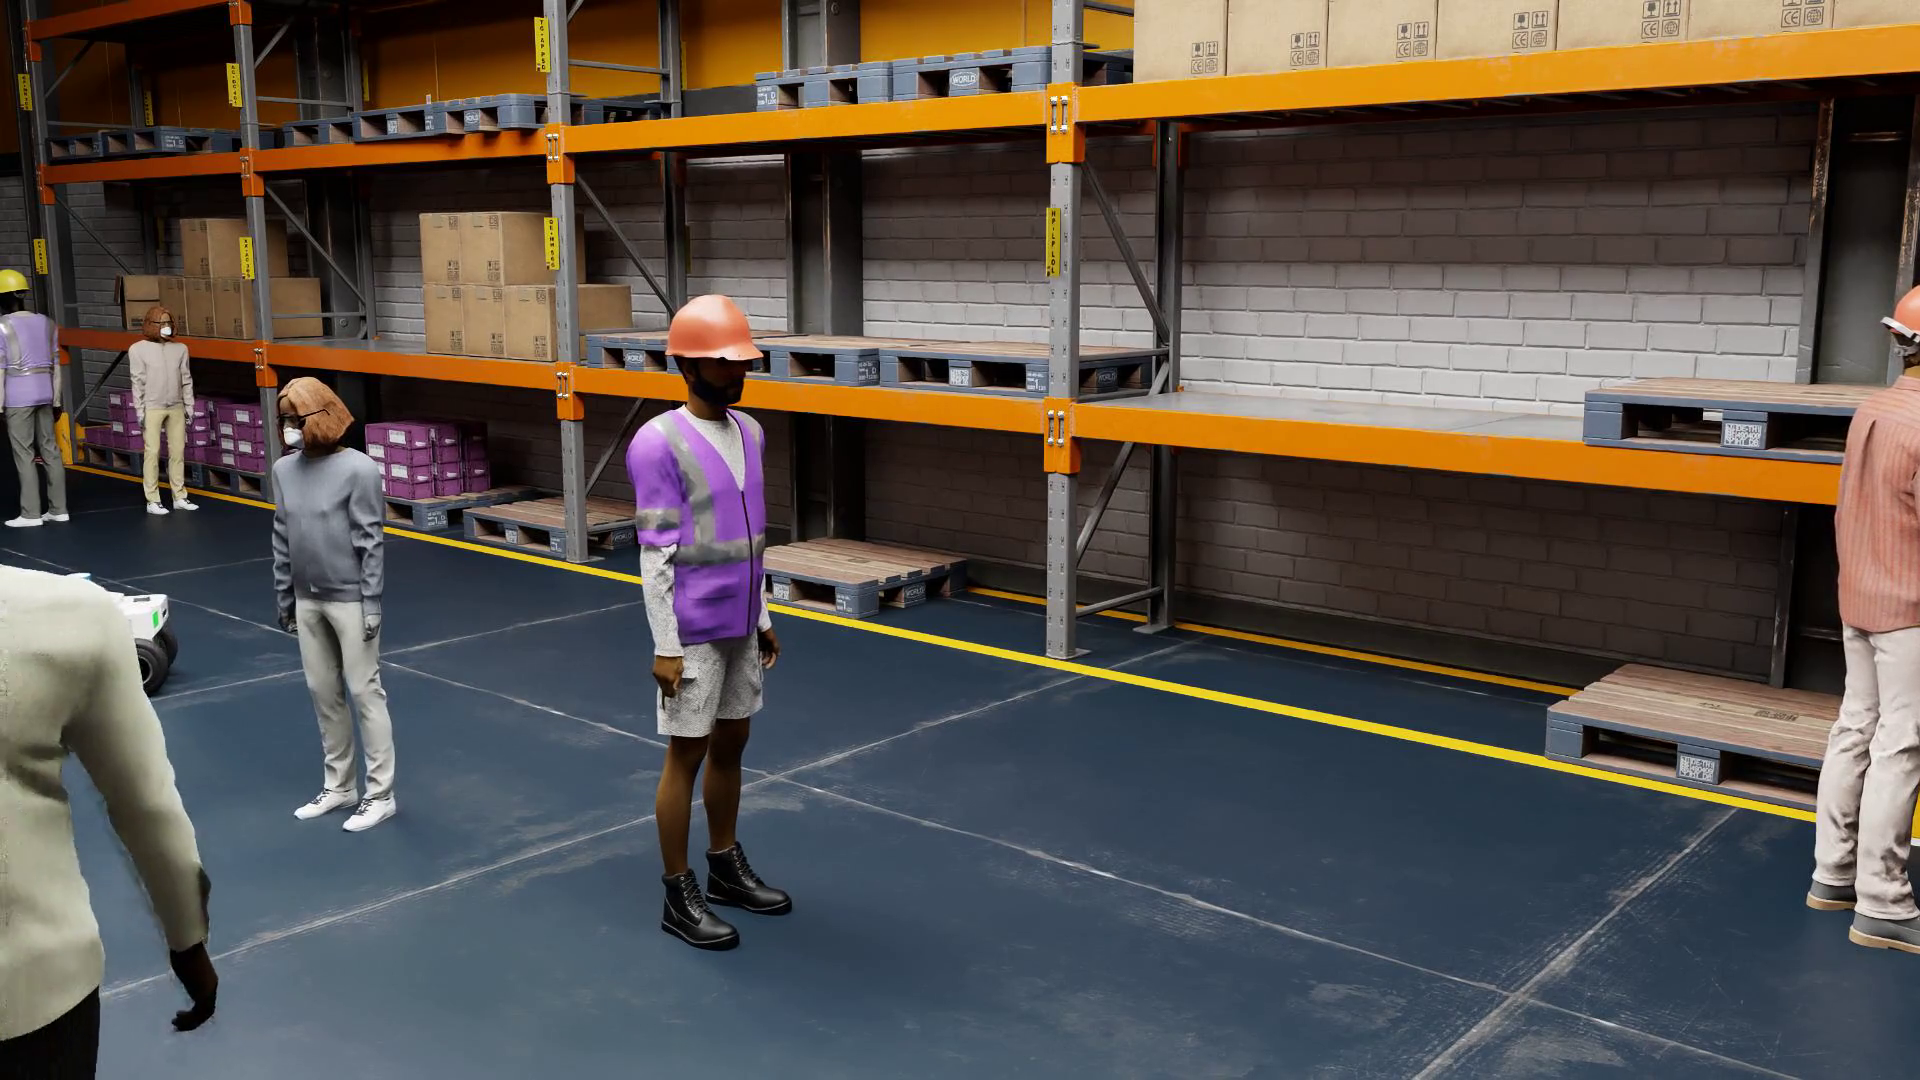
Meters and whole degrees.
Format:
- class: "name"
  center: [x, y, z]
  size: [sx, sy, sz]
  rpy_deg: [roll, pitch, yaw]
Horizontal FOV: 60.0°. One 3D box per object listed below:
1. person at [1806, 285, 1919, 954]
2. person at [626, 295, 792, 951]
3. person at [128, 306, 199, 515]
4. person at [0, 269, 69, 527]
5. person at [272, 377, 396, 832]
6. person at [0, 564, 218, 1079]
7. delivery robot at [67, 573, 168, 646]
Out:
- class: "person"
  center: [2.831, 0.218, 4.967]
  size: [0.386, 1.992, 0.625]
  rpy_deg: [1, 10, 5]
- class: "person"
  center: [-0.731, 0.241, 5.004]
  size: [0.359, 1.938, 0.547]
  rpy_deg: [5, 11, 28]
- class: "person"
  center: [-6.240, -1.014, 13.045]
  size: [0.282, 1.625, 0.492]
  rpy_deg: [7, 12, 35]
- class: "person"
  center: [-6.993, -1.053, 12.439]
  size: [0.399, 1.919, 0.583]
  rpy_deg: [3, 11, 19]
- class: "person"
  center: [-2.271, 0.226, 5.984]
  size: [0.505, 1.622, 0.298]
  rpy_deg: [5, 11, 24]
- class: "person"
  center: [-1.536, 0.663, 2.598]
  size: [0.677, 1.929, 0.996]
  rpy_deg: [-4, 11, -19]
- class: "delivery robot"
  center: [-4.101, 0.399, 7.768]
  size: [0.707, 0.478, 0.477]
  rpy_deg: [-4, 11, -20]
